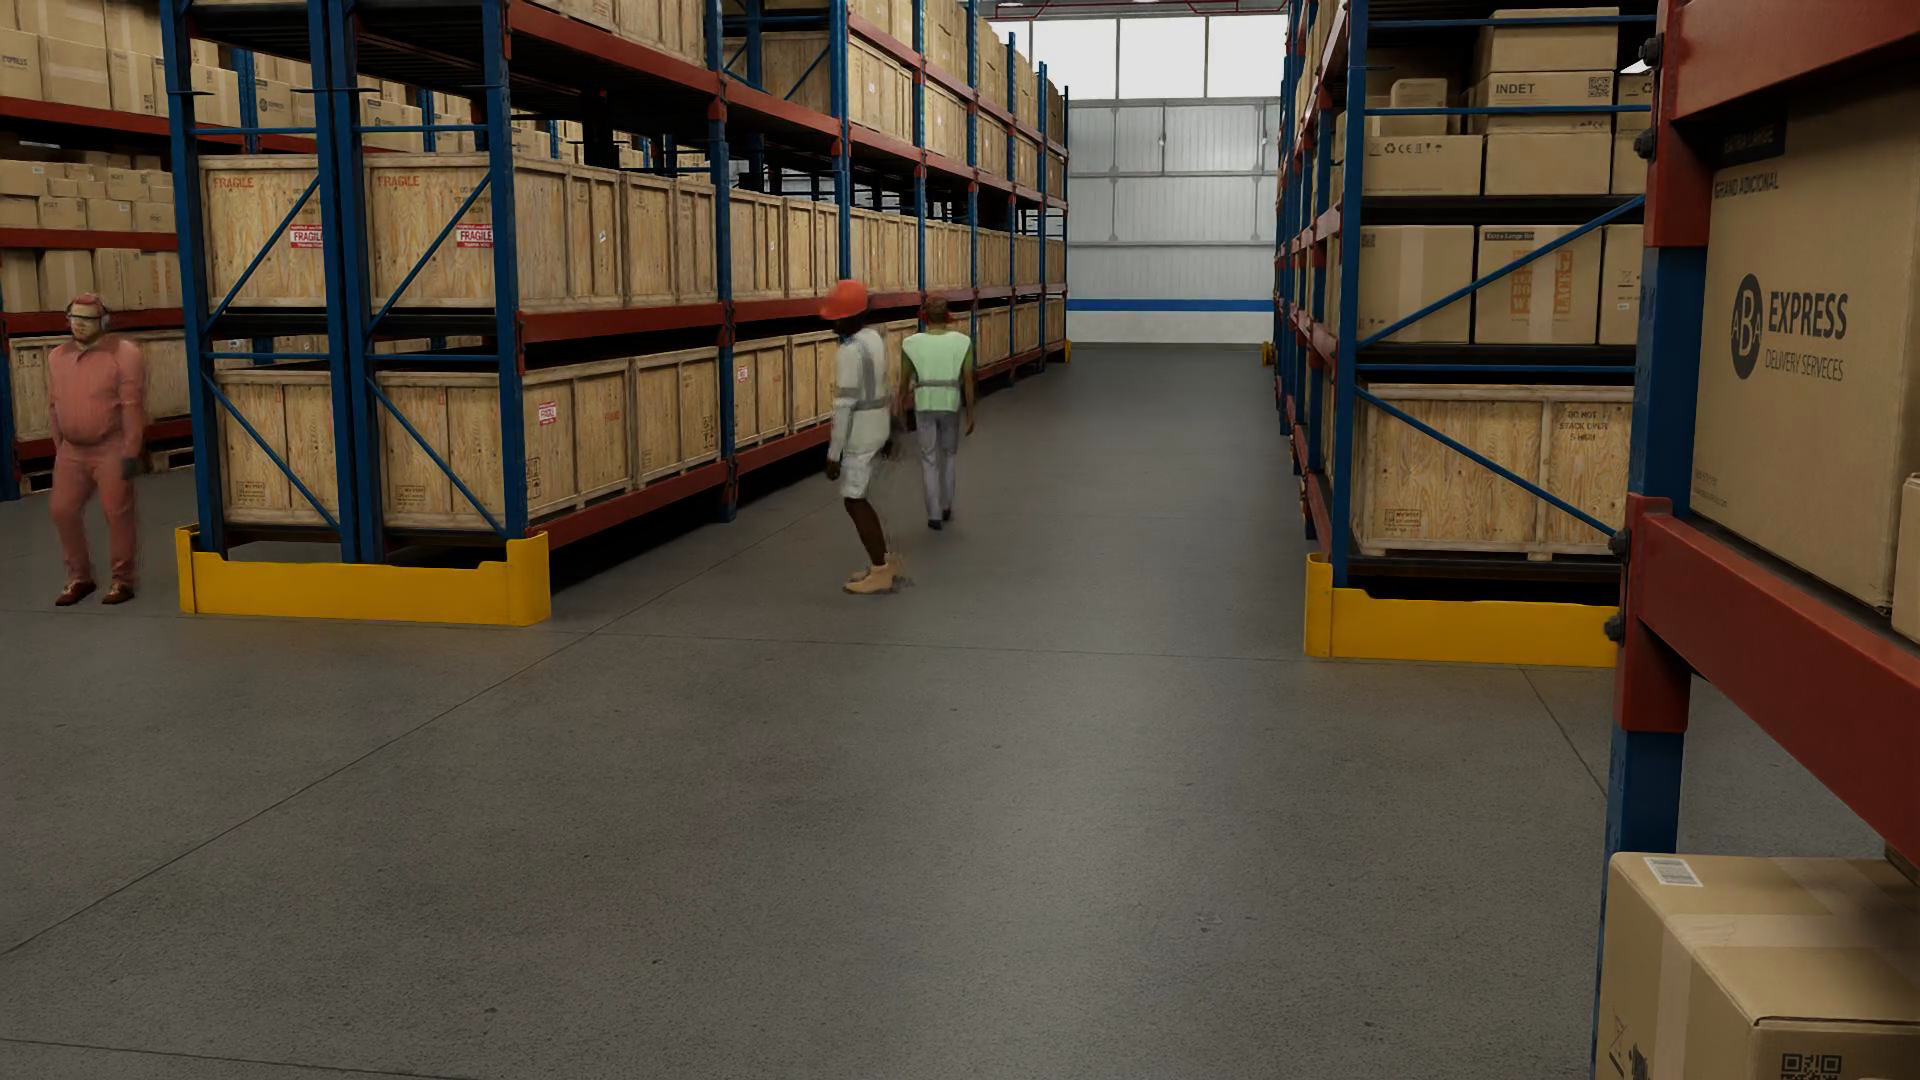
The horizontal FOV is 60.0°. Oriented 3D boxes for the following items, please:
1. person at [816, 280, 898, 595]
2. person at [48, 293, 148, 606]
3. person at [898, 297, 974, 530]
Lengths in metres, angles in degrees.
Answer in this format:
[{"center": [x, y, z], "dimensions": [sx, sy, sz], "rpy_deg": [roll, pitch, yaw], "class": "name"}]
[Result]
[{"center": [-0.629, -0.617, 10.317], "dimensions": [0.418, 1.975, 0.706], "rpy_deg": [2, 9, 13], "class": "person"}, {"center": [-5.226, -0.532, 10.031], "dimensions": [0.657, 1.888, 0.524], "rpy_deg": [1, 9, 5], "class": "person"}, {"center": [-0.203, -1.021, 13.304], "dimensions": [0.589, 1.810, 0.868], "rpy_deg": [-1, 9, -7], "class": "person"}]
